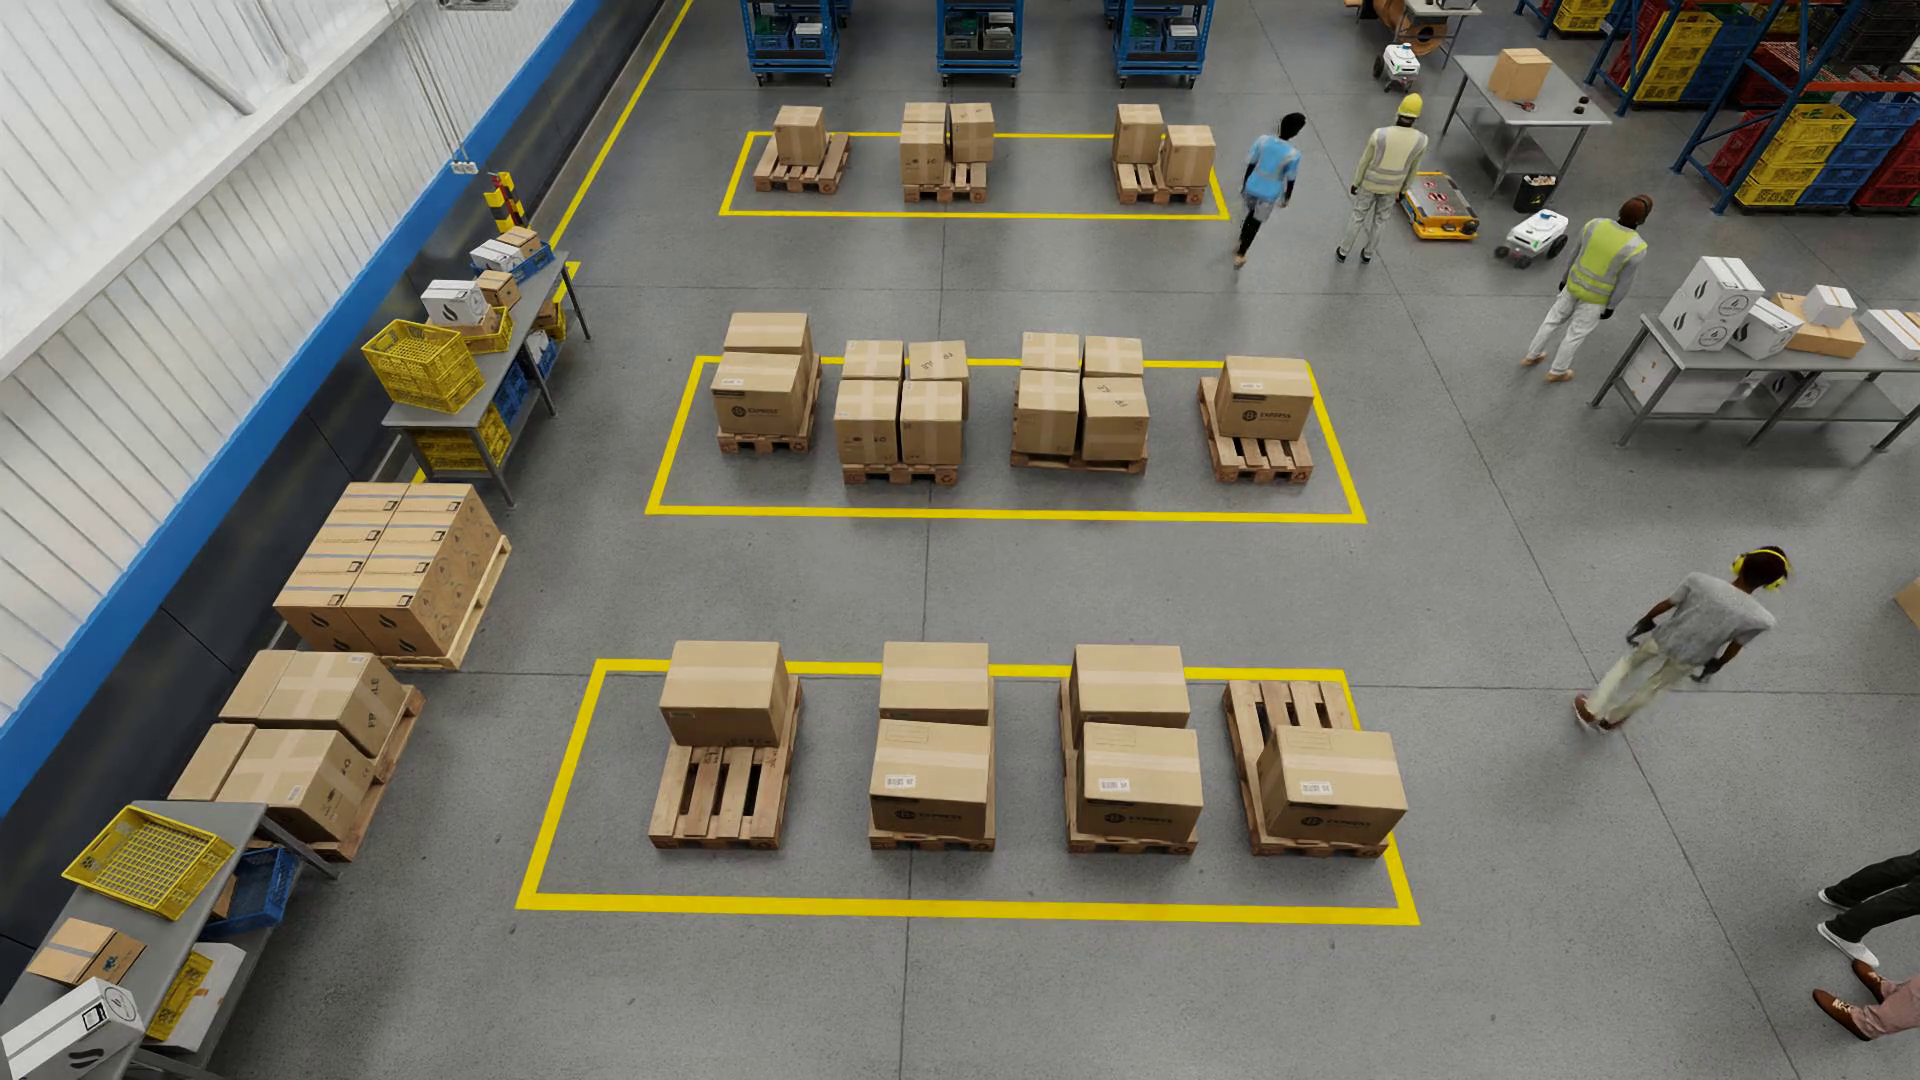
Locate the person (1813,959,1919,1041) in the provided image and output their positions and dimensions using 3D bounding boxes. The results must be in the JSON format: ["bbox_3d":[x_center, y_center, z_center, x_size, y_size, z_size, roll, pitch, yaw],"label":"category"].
[{"bbox_3d":[5.222,2.089,4.632,0.636,1.911,0.405,-18,52,-15],"label":"person"}]

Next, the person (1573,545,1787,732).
[{"bbox_3d":[4.617,0.678,5.889,0.364,1.859,0.519,-31,56,-24],"label":"person"}]

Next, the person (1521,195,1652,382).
[{"bbox_3d":[5.829,-2.309,8.481,0.429,1.847,0.626,-20,52,-16],"label":"person"}]

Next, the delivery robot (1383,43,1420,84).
[{"bbox_3d":[6.383,-6.916,13.256,0.477,0.478,0.707,2,49,2],"label":"delivery robot"}]

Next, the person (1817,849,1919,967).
[{"bbox_3d":[5.429,1.729,4.936,0.378,1.917,0.598,29,55,23],"label":"person"}]

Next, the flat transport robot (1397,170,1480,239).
[{"bbox_3d":[5.692,-4.094,11.059,0.652,0.197,1.431,1,49,1],"label":"flat transport robot"}]

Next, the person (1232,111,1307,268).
[{"bbox_3d":[3.297,-3.741,9.837,0.608,1.653,0.538,-36,58,-27],"label":"person"}]

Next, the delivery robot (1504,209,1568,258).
[{"bbox_3d":[6.453,-3.445,10.250,0.707,0.478,0.477,-32,56,-25],"label":"delivery robot"}]

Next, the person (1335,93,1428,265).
[{"bbox_3d":[4.517,-3.822,9.806,0.595,1.826,0.403,9,50,8],"label":"person"}]
